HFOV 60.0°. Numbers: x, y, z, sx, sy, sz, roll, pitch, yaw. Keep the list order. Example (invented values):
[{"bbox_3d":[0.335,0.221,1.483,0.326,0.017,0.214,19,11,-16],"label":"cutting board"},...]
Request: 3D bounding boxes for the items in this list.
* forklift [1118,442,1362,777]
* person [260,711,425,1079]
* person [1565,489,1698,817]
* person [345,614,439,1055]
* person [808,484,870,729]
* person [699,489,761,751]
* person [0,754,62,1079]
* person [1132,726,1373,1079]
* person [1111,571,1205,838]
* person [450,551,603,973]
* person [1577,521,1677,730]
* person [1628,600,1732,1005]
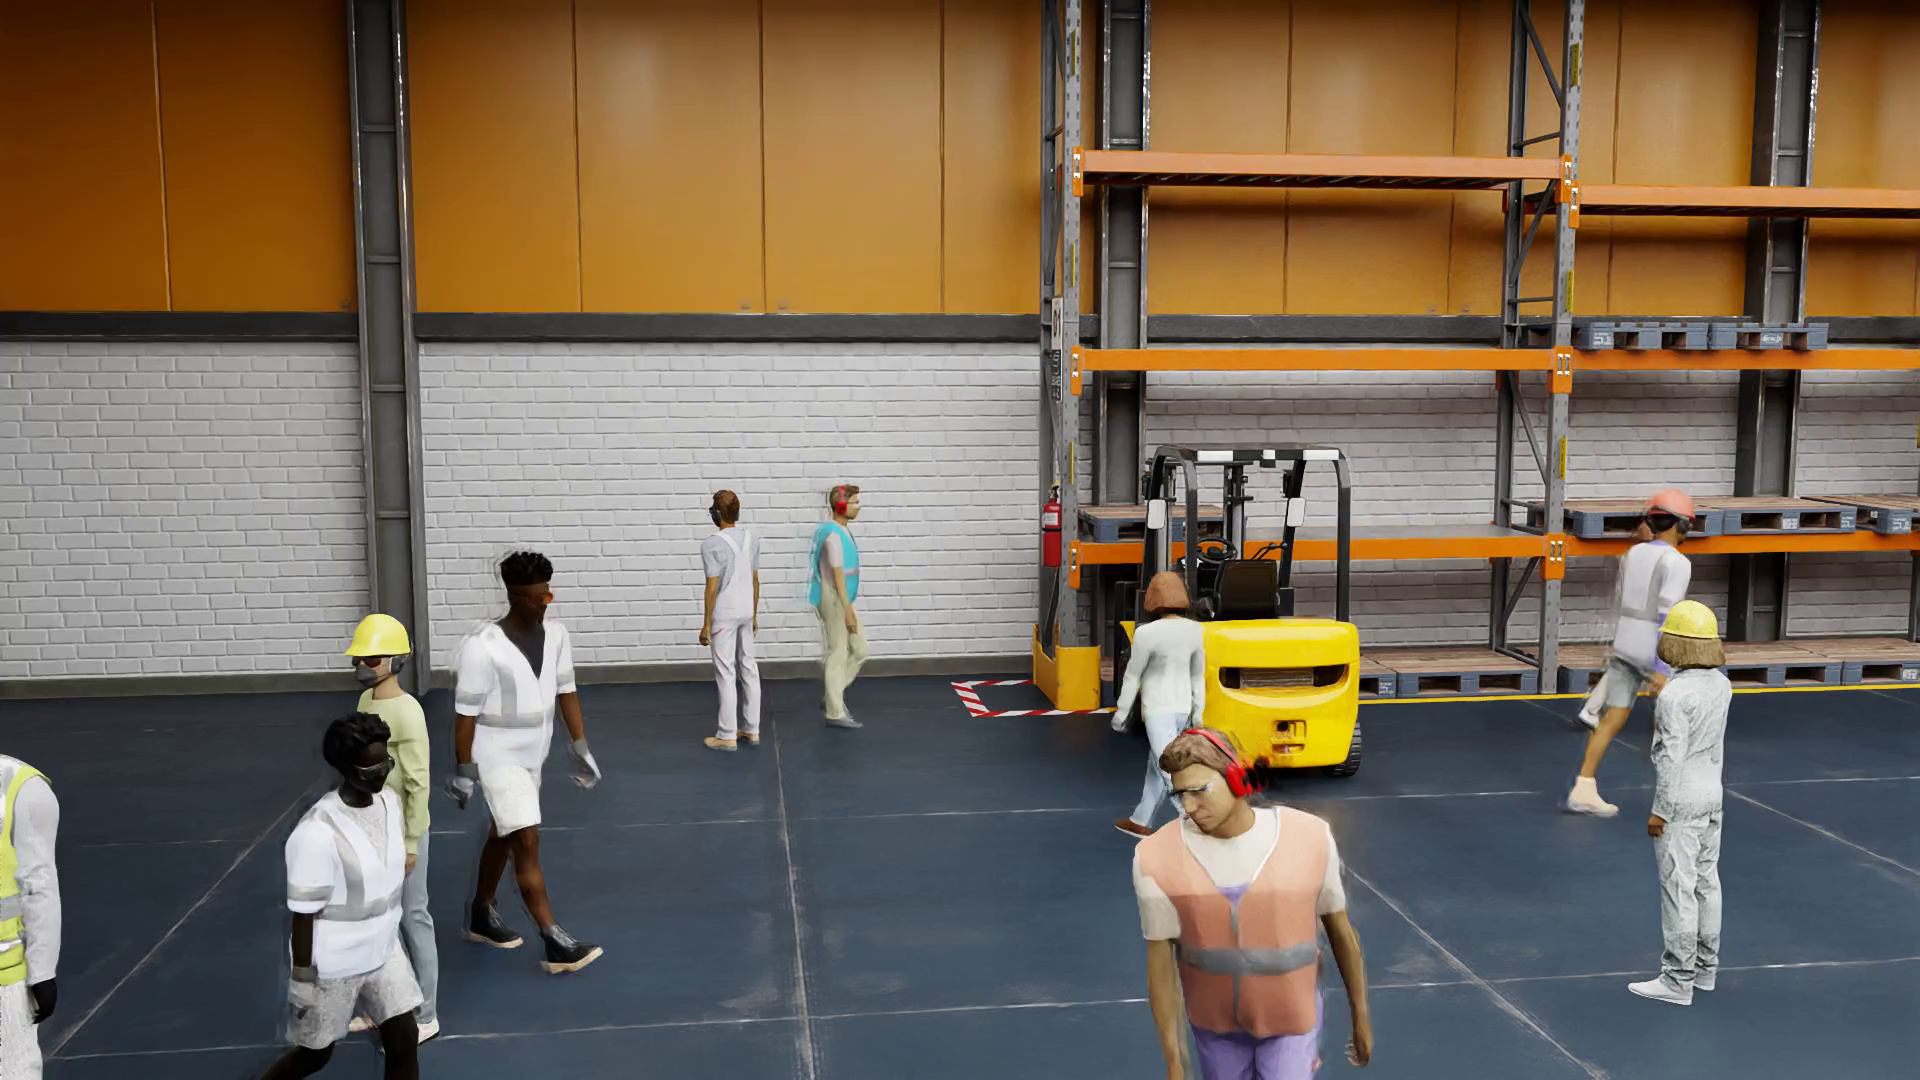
[{"bbox_3d":[1.912,0.418,11.496,1.214,2.155,2.313,-1,7,-8],"label":"forklift"},{"bbox_3d":[-2.112,1.362,5.572,0.808,1.653,0.565,2,7,20],"label":"person"},{"bbox_3d":[4.165,0.689,10.020,1.067,1.975,0.644,-2,7,-14],"label":"person"},{"bbox_3d":[-2.317,1.173,6.731,0.305,1.772,0.524,-6,9,-43],"label":"person"},{"bbox_3d":[-0.899,0.500,12.349,0.439,1.832,0.587,1,7,7],"label":"person"},{"bbox_3d":[-1.626,0.563,11.739,0.345,1.845,0.505,6,9,40],"label":"person"},{"bbox_3d":[-3.087,1.332,5.097,0.643,1.830,0.429,-1,7,-5],"label":"person"},{"bbox_3d":[0.802,1.403,4.626,0.658,1.792,0.733,2,7,15],"label":"person"},{"bbox_3d":[1.150,0.967,9.302,0.500,1.592,0.853,-5,8,-40],"label":"person"},{"bbox_3d":[-1.967,0.997,7.633,0.976,1.907,0.617,3,7,25],"label":"person"},{"bbox_3d":[4.963,0.639,12.132,0.863,1.601,0.513,-1,7,-8],"label":"person"},{"bbox_3d":[3.139,1.128,7.233,0.493,1.743,0.295,-6,9,-40],"label":"person"}]
